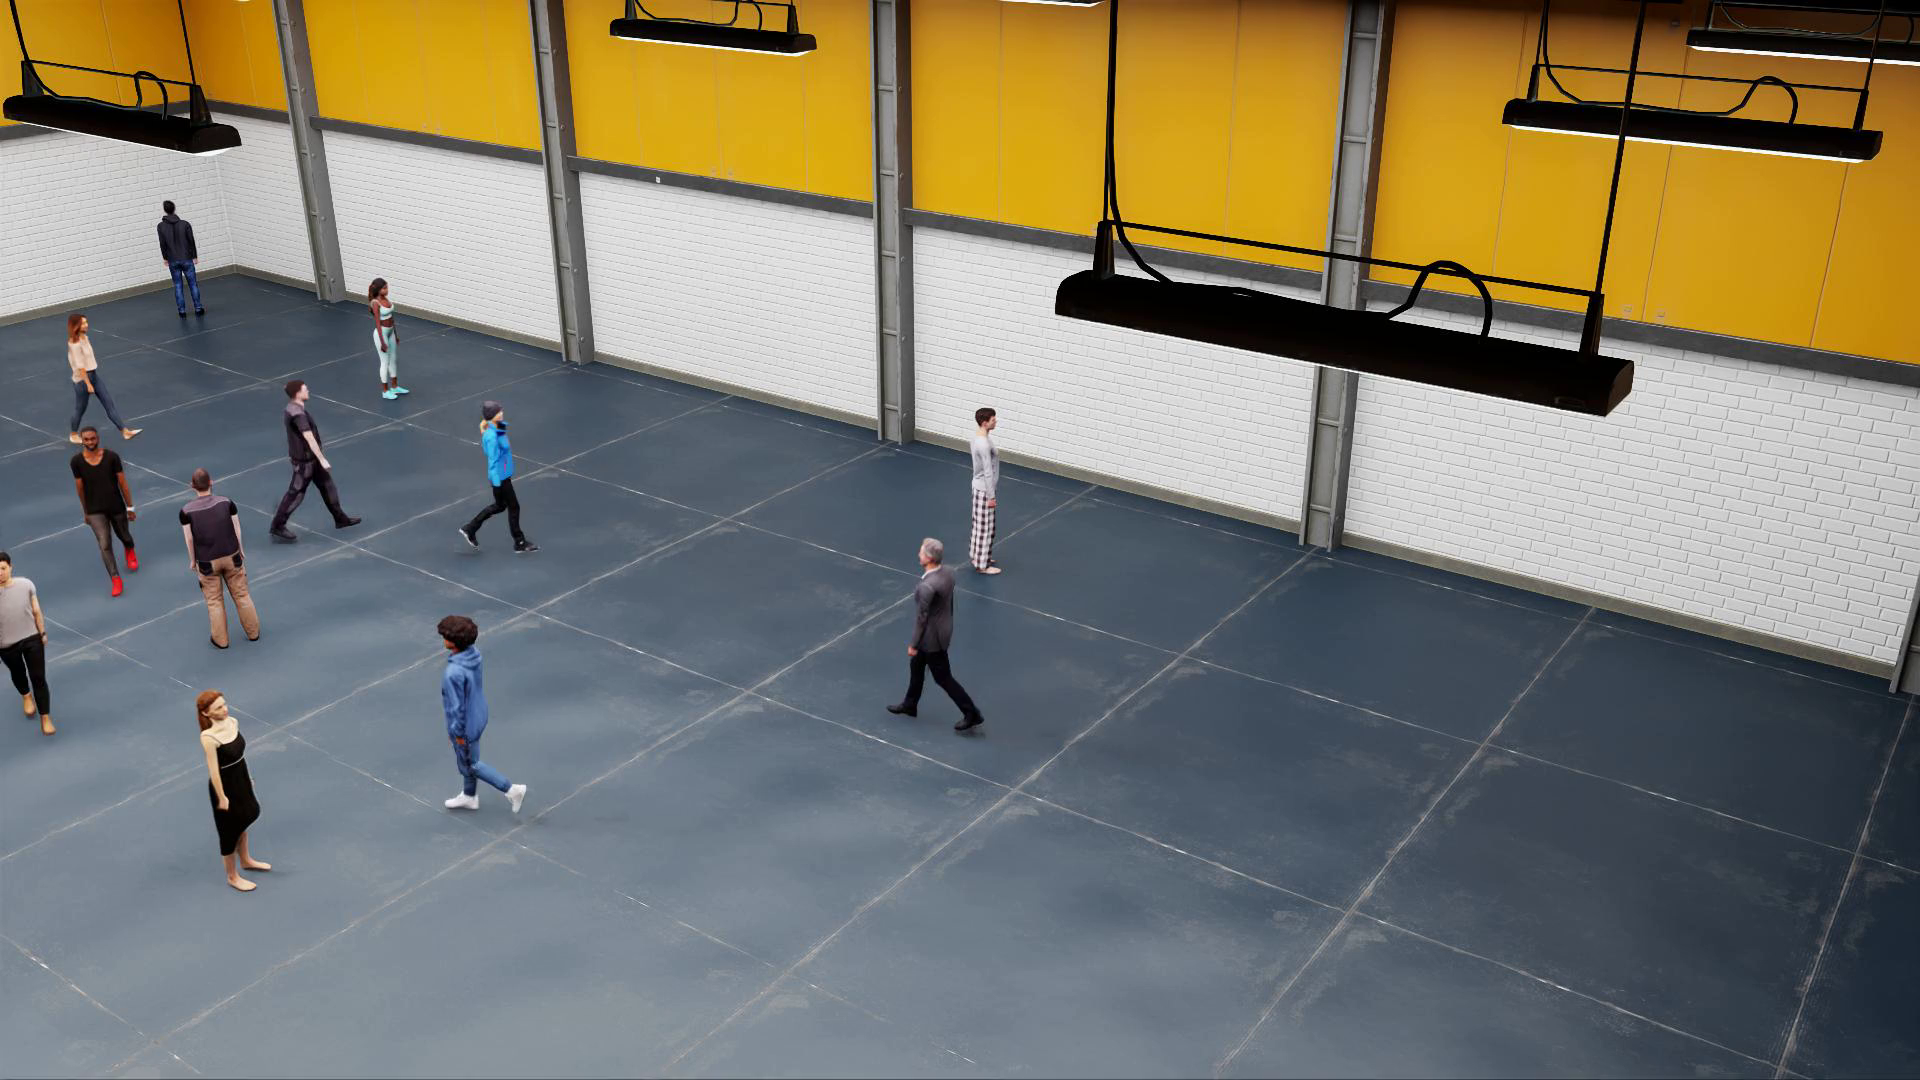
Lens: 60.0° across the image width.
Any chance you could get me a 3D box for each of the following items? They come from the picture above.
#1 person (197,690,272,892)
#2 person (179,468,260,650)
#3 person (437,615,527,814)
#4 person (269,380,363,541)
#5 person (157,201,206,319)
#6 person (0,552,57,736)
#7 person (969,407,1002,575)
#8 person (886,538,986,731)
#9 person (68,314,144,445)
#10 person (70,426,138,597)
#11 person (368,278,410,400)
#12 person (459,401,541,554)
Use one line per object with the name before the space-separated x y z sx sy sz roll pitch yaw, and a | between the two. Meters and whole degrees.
person | -5.545 1.863 12.613 0.688 1.624 0.662 4 24 9
person | -7.242 0.169 16.220 0.768 1.841 0.734 -15 28 -30
person | -3.892 1.437 13.378 1.123 1.793 0.961 3 24 7
person | -7.428 -0.861 18.622 1.217 1.804 1.268 -8 25 -17
person | -12.646 -4.554 26.959 0.764 1.893 0.770 -9 25 -20
person | -8.402 0.869 14.823 0.913 1.677 1.205 -14 27 -29
person | 0.256 -0.546 17.847 0.751 1.847 0.691 -4 24 -9
person | -0.154 0.872 14.668 1.296 1.795 0.999 6 24 14
person | -11.305 -2.019 21.353 1.226 1.738 1.058 0 24 -1
person | -8.983 -0.371 17.533 1.071 1.779 1.235 -9 25 -20
person | -8.029 -2.826 23.220 0.651 1.722 0.644 5 24 11
person | -5.117 -0.657 18.195 1.153 1.772 1.052 -2 24 -5
